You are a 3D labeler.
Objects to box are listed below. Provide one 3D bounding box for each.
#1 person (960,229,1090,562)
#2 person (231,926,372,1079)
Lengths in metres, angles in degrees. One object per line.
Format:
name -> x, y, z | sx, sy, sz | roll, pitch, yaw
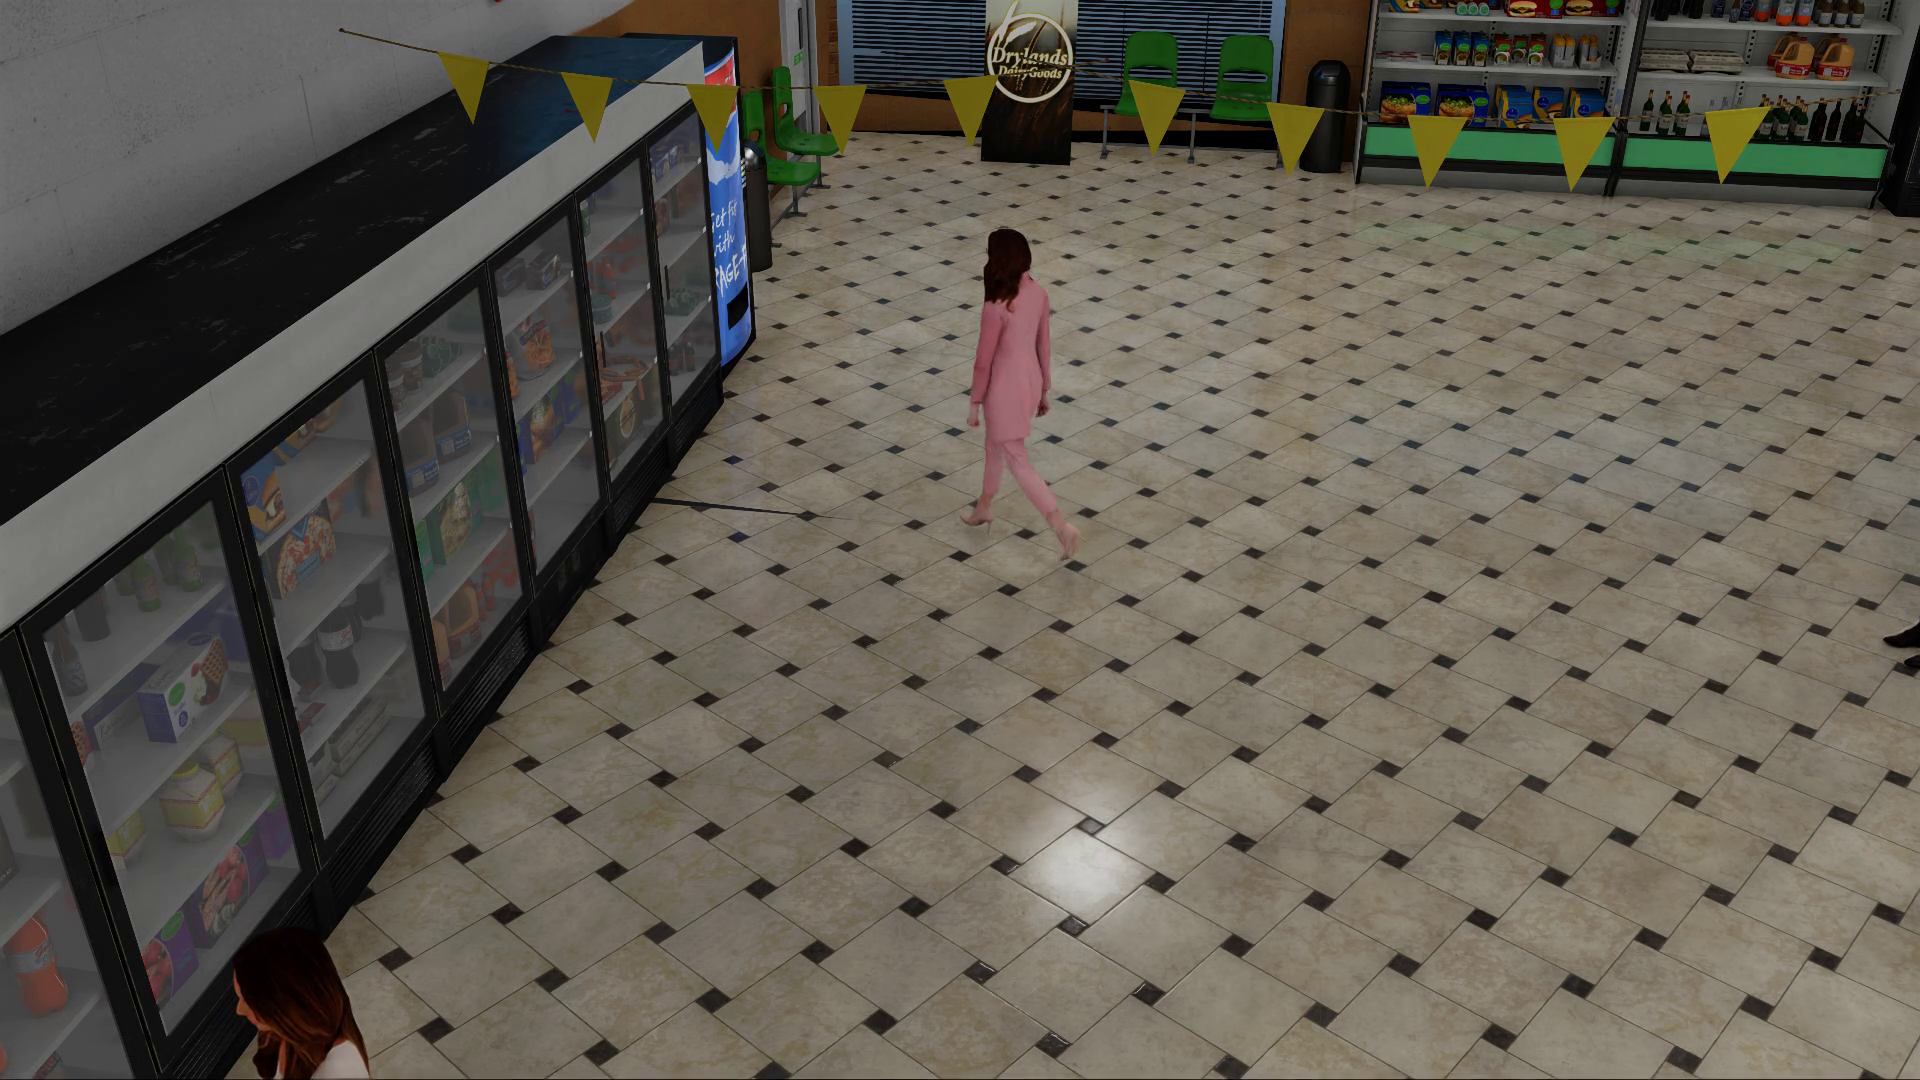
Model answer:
person -> 0.337, -0.691, 8.594 | 1.226, 1.763, 1.054 | 25, 37, 38
person -> -1.515, 1.692, 4.210 | 0.730, 1.782, 0.663 | -20, 34, -32
